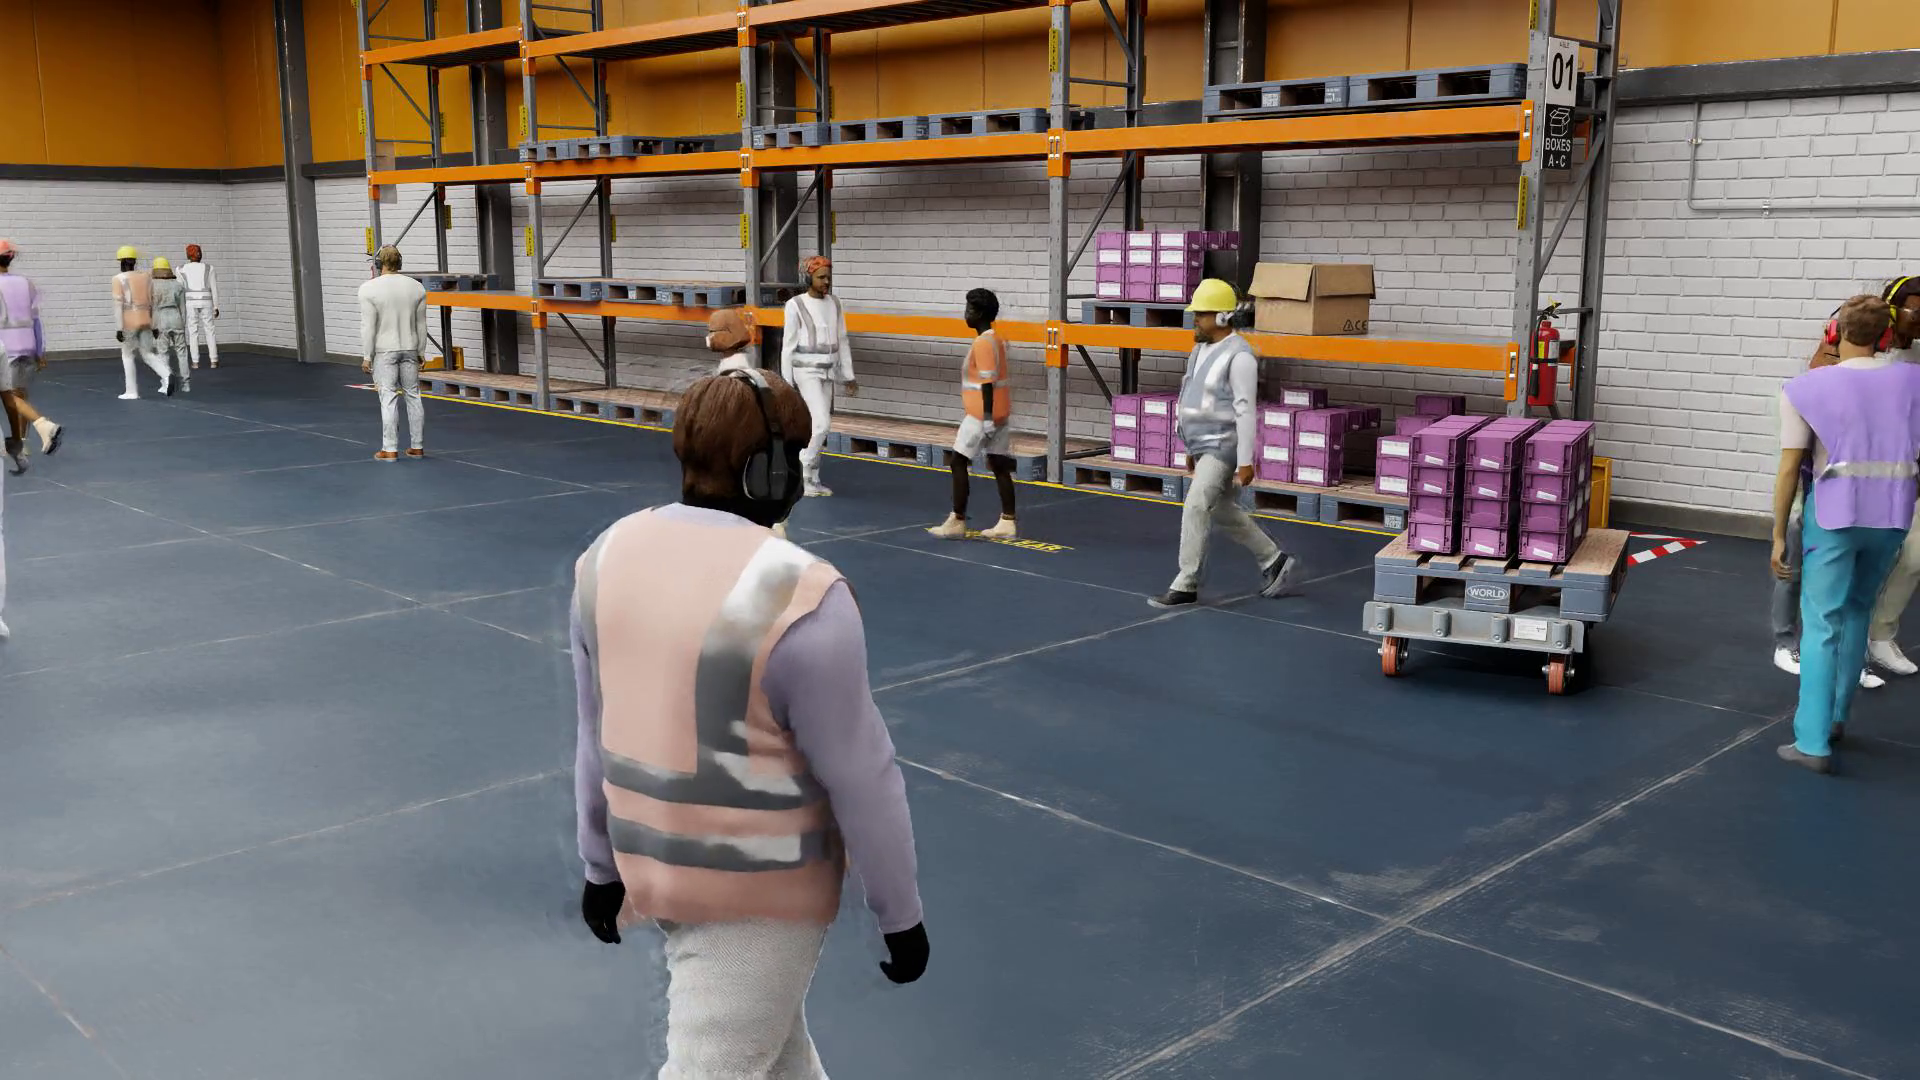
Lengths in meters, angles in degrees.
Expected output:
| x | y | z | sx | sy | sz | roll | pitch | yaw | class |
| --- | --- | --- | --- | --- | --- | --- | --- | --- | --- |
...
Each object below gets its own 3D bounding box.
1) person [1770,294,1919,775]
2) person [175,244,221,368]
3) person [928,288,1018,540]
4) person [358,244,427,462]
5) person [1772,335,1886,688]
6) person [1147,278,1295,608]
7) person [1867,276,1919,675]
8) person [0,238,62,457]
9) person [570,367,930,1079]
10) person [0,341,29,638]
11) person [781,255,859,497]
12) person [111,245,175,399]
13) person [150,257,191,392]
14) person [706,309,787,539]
| x | y | z | sx | sy | sz | roll | pitch | yaw | class |
| --- | --- | --- | --- | --- | --- | --- | --- | --- | --- |
| 3.416 | -0.035 | 6.415 | 0.582 | 1.793 | 0.741 | 1 | 10 | 8 | person |
| -11.612 | -3.558 | 25.373 | 0.574 | 1.884 | 0.360 | -4 | 11 | -19 | person |
| 0.073 | -0.826 | 11.054 | 0.706 | 1.673 | 0.542 | 3 | 11 | 14 | person |
| -5.080 | -1.671 | 14.939 | 0.372 | 1.940 | 0.630 | 10 | 14 | 43 | person |
| 3.925 | -0.139 | 7.473 | 0.500 | 1.607 | 0.709 | 0 | 10 | 1 | person |
| 1.466 | -0.524 | 9.084 | 0.843 | 1.802 | 0.591 | -3 | 11 | -14 | person |
| 4.260 | -0.279 | 7.615 | 0.567 | 1.839 | 0.609 | -4 | 11 | -21 | person |
| -8.466 | -1.713 | 14.968 | 0.791 | 2.022 | 0.615 | 3 | 11 | 18 | person |
| -0.330 | 0.588 | 3.006 | 0.657 | 1.789 | 0.959 | 9 | 14 | 42 | person |
| -5.055 | -0.420 | 8.476 | 0.525 | 1.815 | 1.017 | -6 | 12 | -28 | person |
| -1.085 | -1.249 | 12.842 | 0.461 | 1.867 | 0.571 | 7 | 13 | 35 | person |
| -10.096 | -2.667 | 20.481 | 0.732 | 1.902 | 0.586 | 4 | 11 | 22 | person |
| -10.246 | -2.775 | 21.508 | 0.487 | 1.741 | 0.314 | -9 | 14 | -42 | person |
| -1.395 | -0.560 | 9.820 | 0.861 | 1.581 | 0.525 | -2 | 11 | -10 | person |
